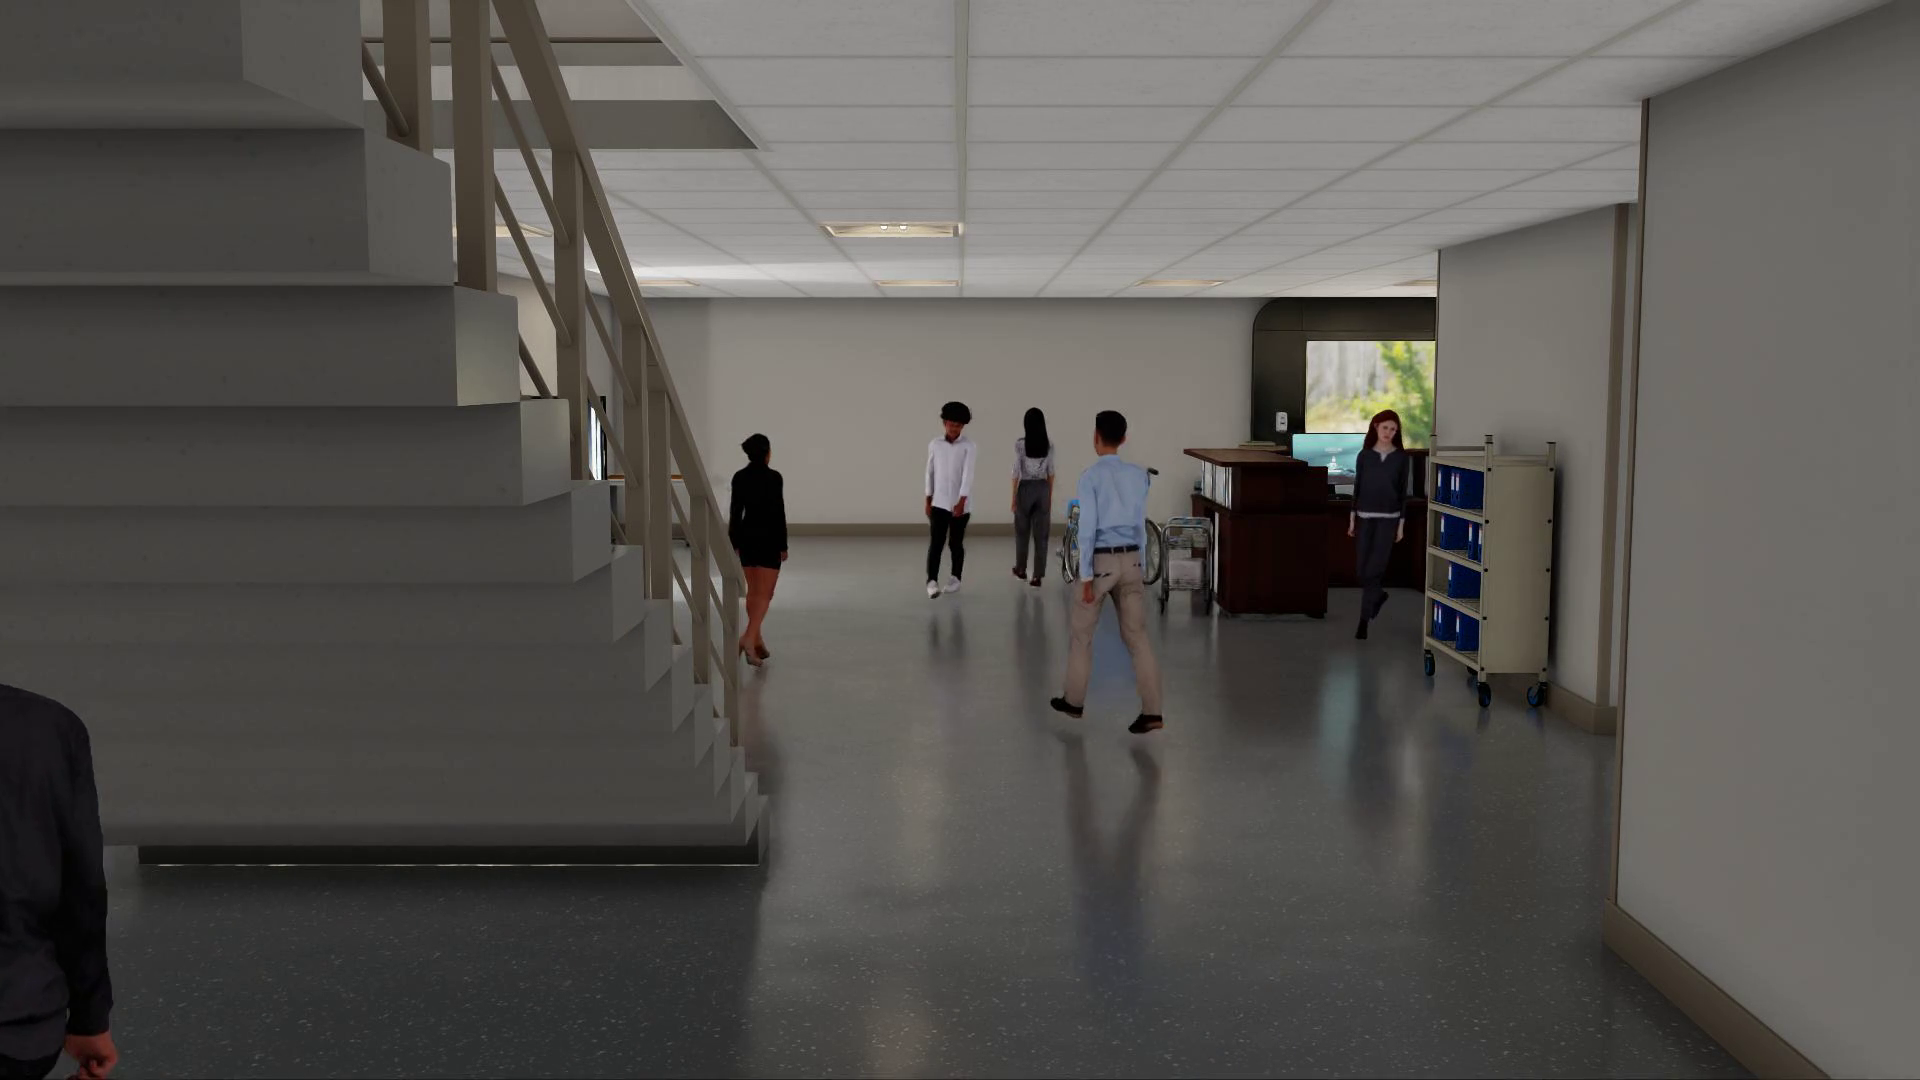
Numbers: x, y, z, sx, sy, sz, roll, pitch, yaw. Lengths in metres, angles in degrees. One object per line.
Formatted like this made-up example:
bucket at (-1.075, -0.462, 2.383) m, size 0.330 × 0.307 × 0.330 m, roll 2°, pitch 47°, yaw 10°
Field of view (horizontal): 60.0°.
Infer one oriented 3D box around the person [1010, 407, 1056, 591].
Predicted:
person at (0.715, -0.373, 15.691) m, size 0.699 × 1.706 × 1.014 m, roll -1°, pitch 6°, yaw -10°

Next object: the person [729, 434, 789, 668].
person at (-1.417, 0.089, 11.584) m, size 0.759 × 1.609 × 0.865 m, roll 3°, pitch 7°, yaw 31°

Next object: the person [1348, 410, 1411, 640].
person at (3.240, -0.106, 12.799) m, size 0.897 × 1.753 × 1.040 m, roll 4°, pitch 7°, yaw 33°

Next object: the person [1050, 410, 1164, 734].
person at (0.899, 0.217, 9.342) m, size 1.005 × 1.804 × 1.319 m, roll -3°, pitch 6°, yaw -25°

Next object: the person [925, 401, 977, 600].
person at (-0.061, -0.346, 15.126) m, size 0.740 × 1.765 × 1.064 m, roll 1°, pitch 6°, yaw 14°
